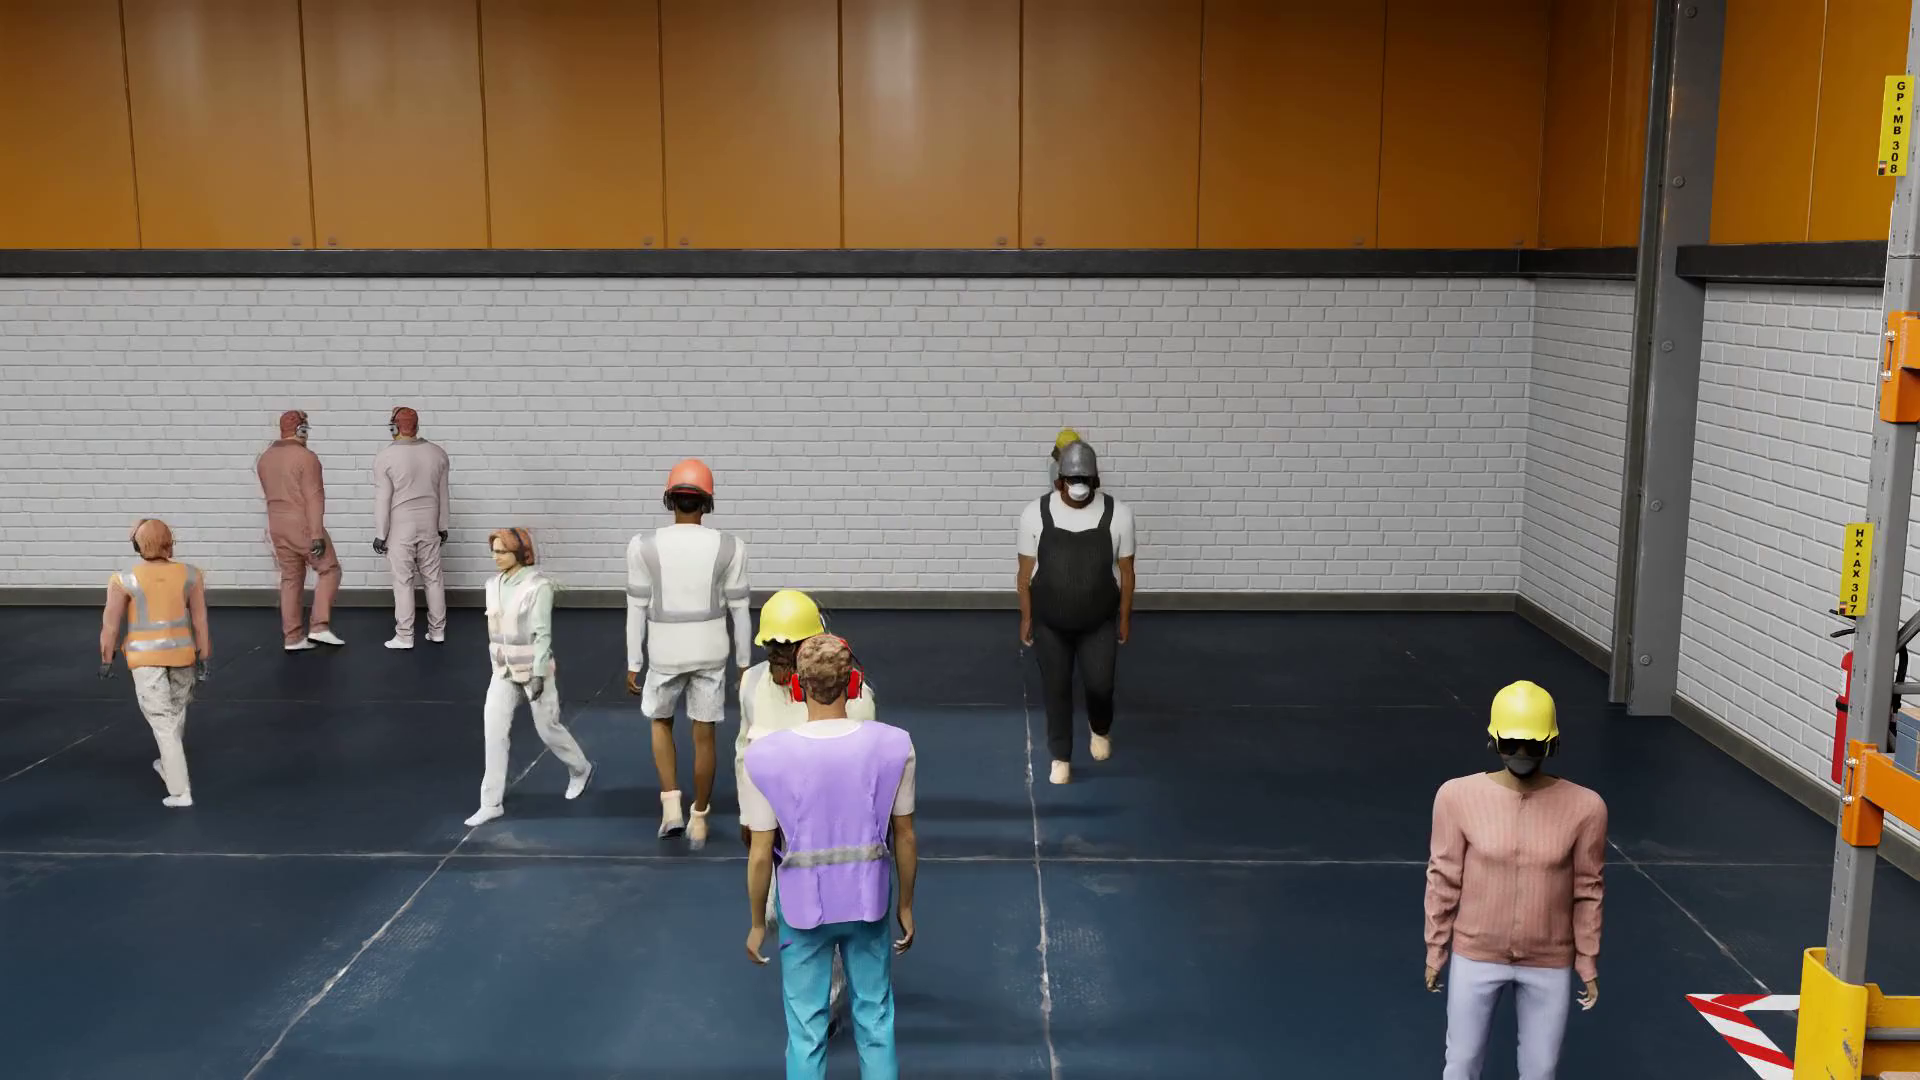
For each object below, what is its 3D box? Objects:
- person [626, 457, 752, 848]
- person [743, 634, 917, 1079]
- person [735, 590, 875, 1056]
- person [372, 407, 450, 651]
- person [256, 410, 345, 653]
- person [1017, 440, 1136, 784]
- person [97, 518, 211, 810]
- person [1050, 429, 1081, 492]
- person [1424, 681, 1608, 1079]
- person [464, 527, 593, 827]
[{"bbox_3d":[-1.389,0.590,8.555,0.646,2.031,0.405,-2,10,-10],"label":"person"},{"bbox_3d":[-0.412,1.218,5.384,0.563,1.837,0.389,-2,10,-14],"label":"person"},{"bbox_3d":[-0.591,1.062,6.395,0.632,1.811,0.512,4,10,24],"label":"person"},{"bbox_3d":[-4.309,-0.093,13.033,0.409,1.905,0.651,8,12,40],"label":"person"},{"bbox_3d":[-5.113,-0.067,12.945,0.666,1.879,0.561,5,11,29],"label":"person"},{"bbox_3d":[0.663,0.400,9.678,0.692,2.000,0.585,1,10,6],"label":"person"},{"bbox_3d":[-4.524,0.676,9.319,0.809,1.600,0.531,8,13,41],"label":"person"},{"bbox_3d":[0.838,-0.067,13.520,0.352,1.698,0.619,0,9,-1],"label":"person"},{"bbox_3d":[1.706,1.294,5.143,0.534,1.767,0.314,2,10,13],"label":"person"},{"bbox_3d":[-2.367,0.710,9.116,0.513,1.608,0.786,5,11,28],"label":"person"}]
